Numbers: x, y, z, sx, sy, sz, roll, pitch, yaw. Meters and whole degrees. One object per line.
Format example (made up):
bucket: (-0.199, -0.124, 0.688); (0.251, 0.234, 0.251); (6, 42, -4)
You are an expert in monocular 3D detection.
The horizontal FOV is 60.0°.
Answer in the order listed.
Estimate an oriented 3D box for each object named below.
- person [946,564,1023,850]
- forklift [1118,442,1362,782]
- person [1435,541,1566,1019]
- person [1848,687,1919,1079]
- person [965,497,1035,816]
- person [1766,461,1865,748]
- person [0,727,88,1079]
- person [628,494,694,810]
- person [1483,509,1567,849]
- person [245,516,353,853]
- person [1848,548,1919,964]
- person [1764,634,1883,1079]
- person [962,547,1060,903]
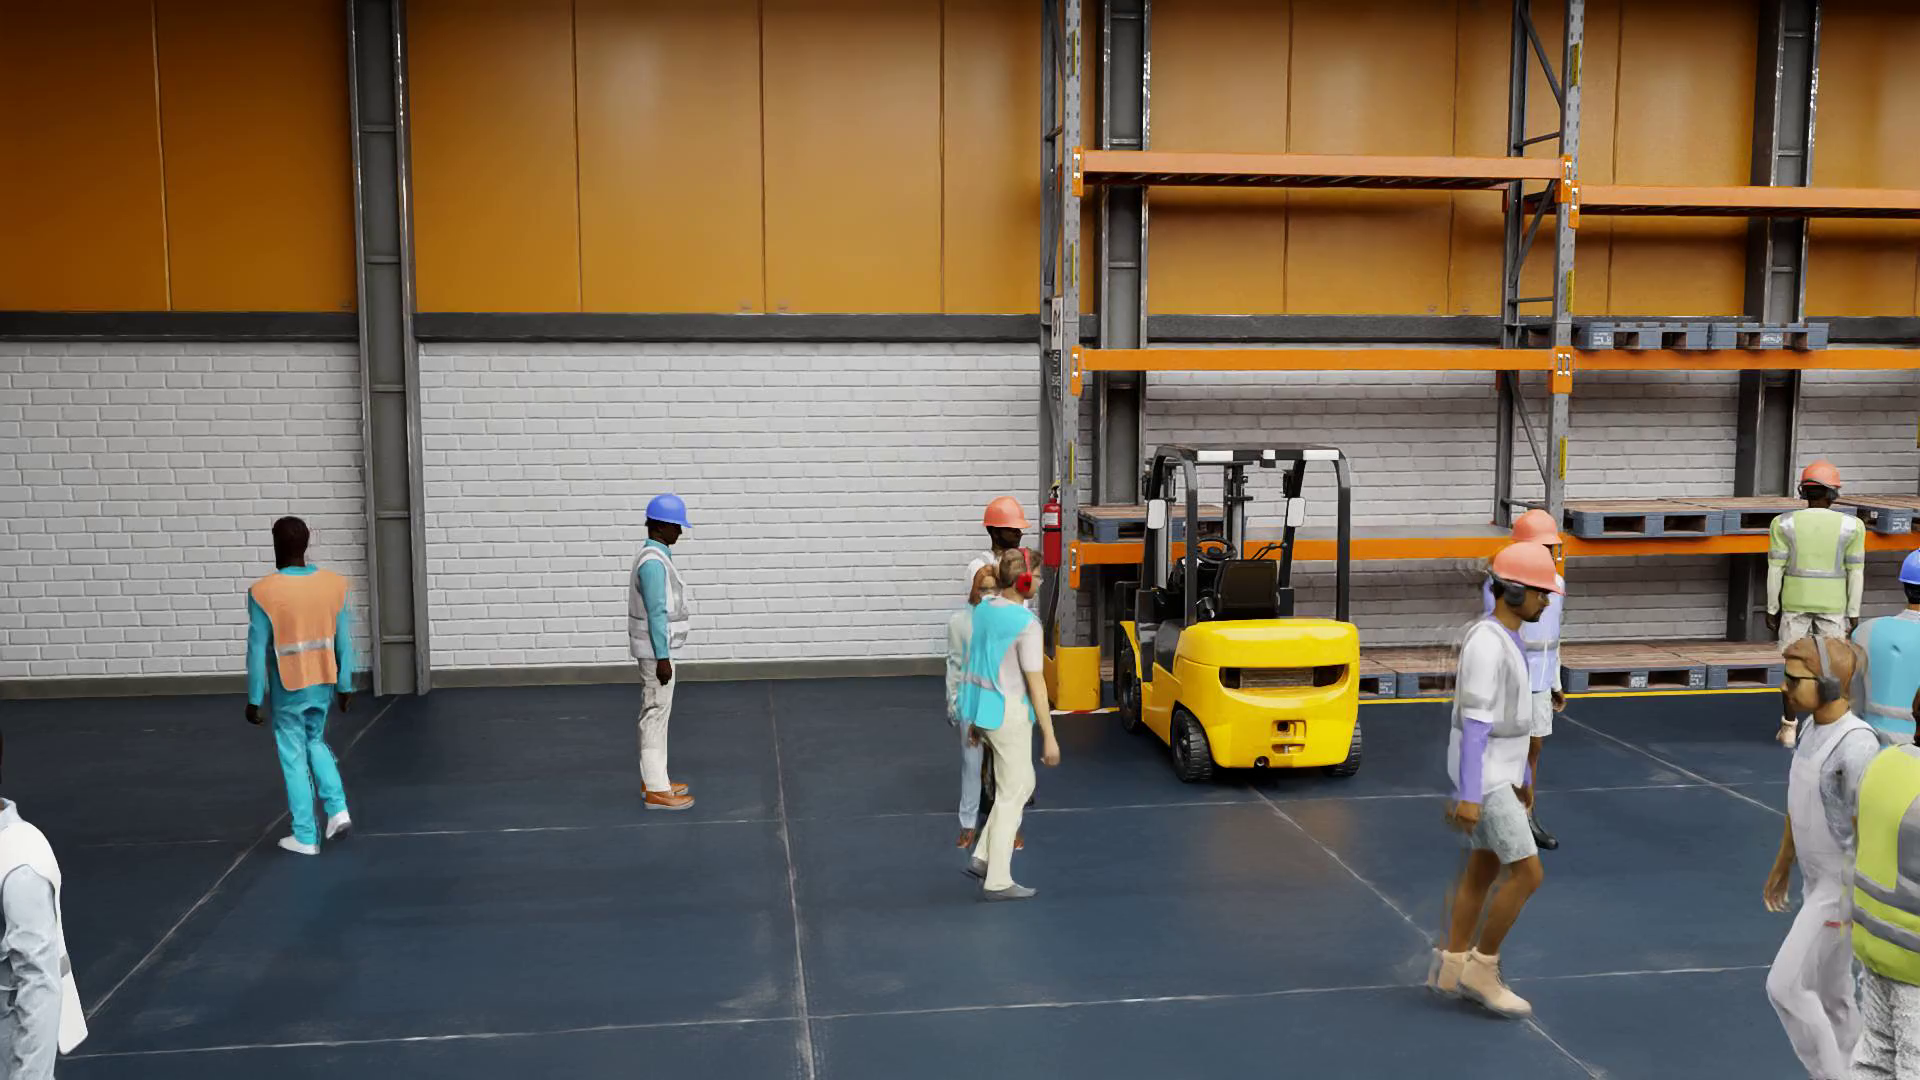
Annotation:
person: (0.170, 0.940, 9.399); (0.502, 1.627, 0.272); (0, 7, 4)
forklift: (1.912, 0.418, 11.496); (1.214, 2.155, 2.313); (-1, 7, -8)
person: (2.318, 1.011, 7.072); (0.591, 2.016, 0.631); (3, 7, 26)
person: (3.018, 1.322, 5.178); (0.431, 1.835, 0.623); (1, 7, 4)
person: (0.262, 0.700, 10.139); (0.358, 1.938, 0.542); (4, 7, 29)
person: (6.037, 0.462, 11.778); (0.610, 2.040, 0.394); (3, 7, 25)
person: (-2.542, 1.369, 4.385); (0.590, 1.915, 0.392); (5, 8, 39)
person: (-1.849, 0.682, 10.296); (0.402, 1.938, 0.602); (-1, 7, -12)
person: (3.184, 0.791, 9.337); (0.542, 1.939, 0.365); (-3, 7, -25)
person: (-3.698, 0.816, 9.304); (0.446, 1.905, 0.590); (4, 8, 33)
person: (4.304, 0.995, 7.511); (0.406, 1.947, 0.606); (-3, 7, -27)
person: (3.074, 1.241, 5.915); (0.493, 1.819, 0.520); (2, 7, 13)
person: (0.251, 0.947, 8.465); (0.455, 1.824, 0.599); (-3, 7, -23)
